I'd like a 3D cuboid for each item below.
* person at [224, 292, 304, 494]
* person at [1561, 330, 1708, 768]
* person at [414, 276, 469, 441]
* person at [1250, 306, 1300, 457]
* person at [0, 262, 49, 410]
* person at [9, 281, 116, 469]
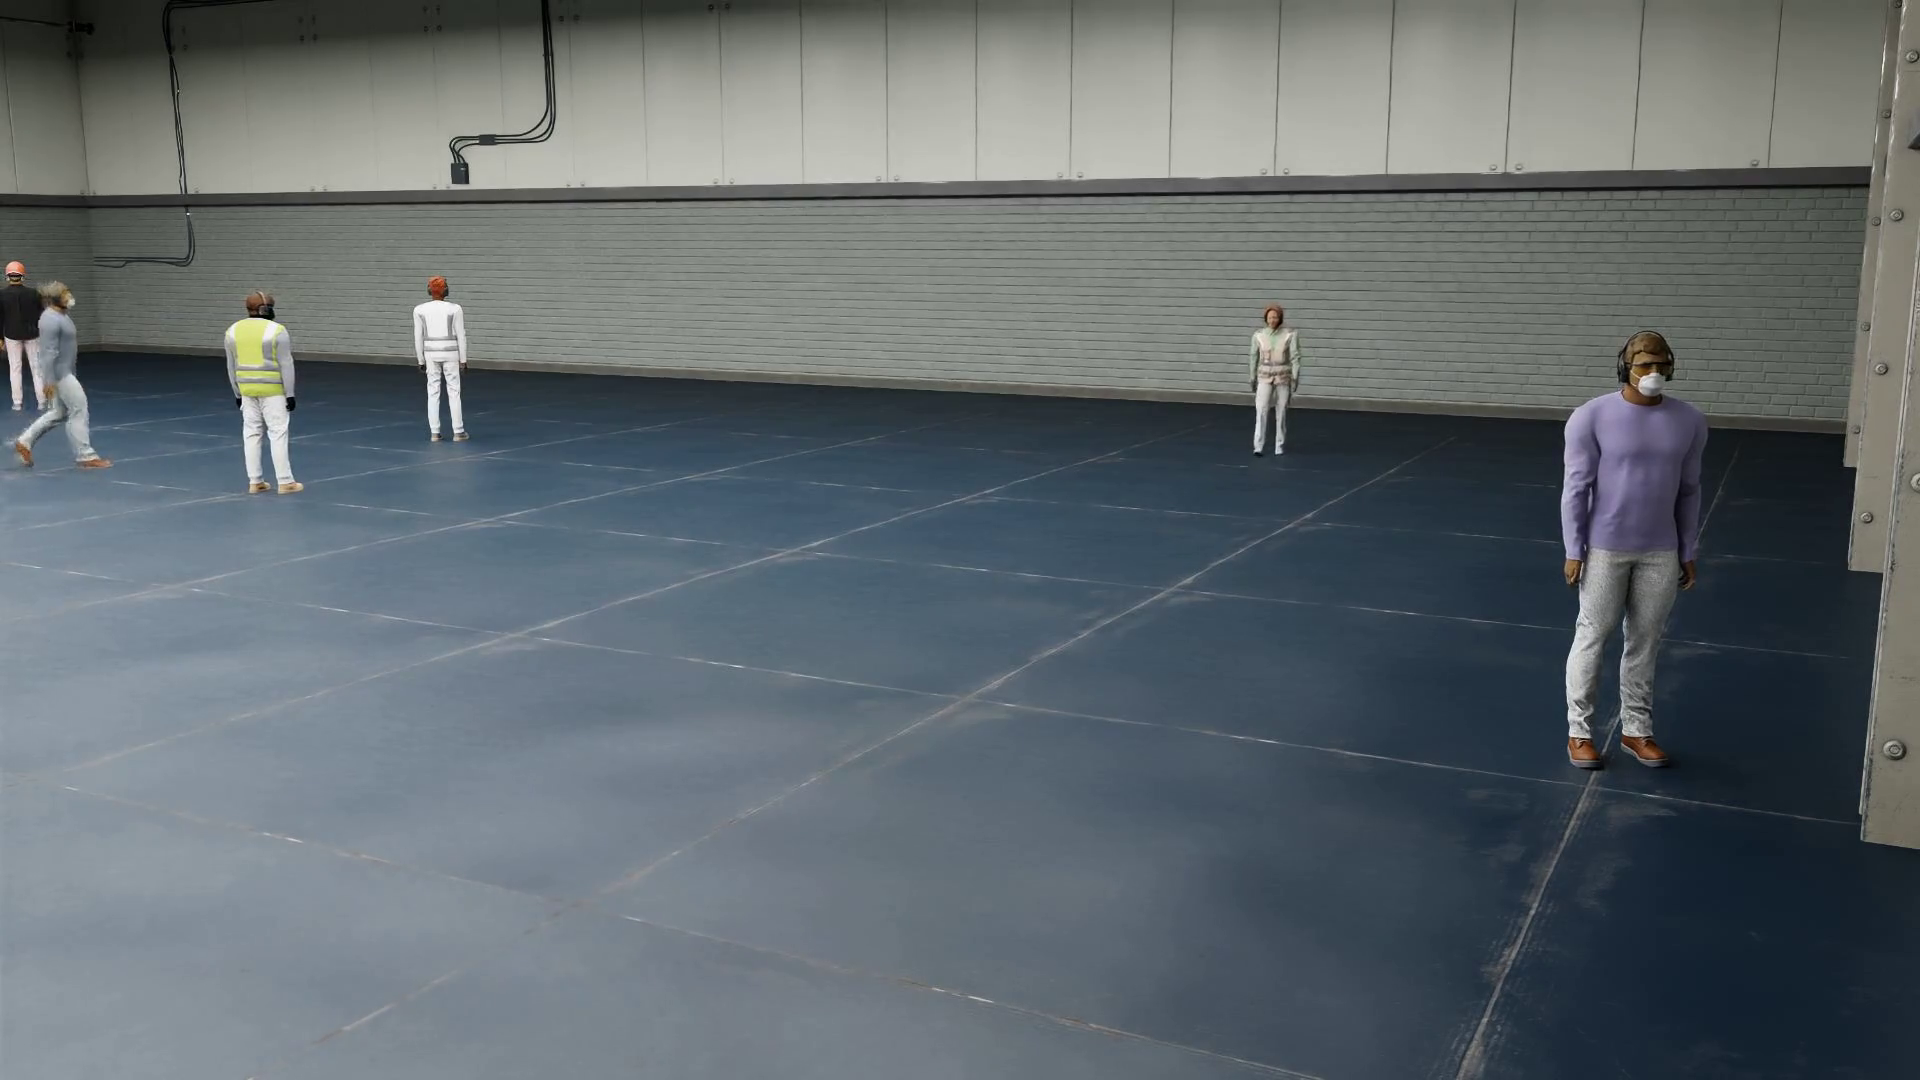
[{"bbox_3d":[-6.344,-1.336,15.184,0.624,1.840,0.430,2,11,11],"label":"person"},{"bbox_3d":[2.966,0.049,7.358,0.632,1.940,0.372,-1,10,-4],"label":"person"},{"bbox_3d":[-5.927,-2.066,19.044,0.573,1.883,0.356,-1,10,-3],"label":"person"},{"bbox_3d":[3.328,-1.666,17.631,0.528,1.600,0.838,3,11,15],"label":"person"},{"bbox_3d":[-12.670,-2.751,22.468,0.612,1.995,0.376,-6,12,-29],"label":"person"},{"bbox_3d":[-9.086,-1.639,16.669,0.905,1.910,0.636,-3,11,-17],"label":"person"}]
